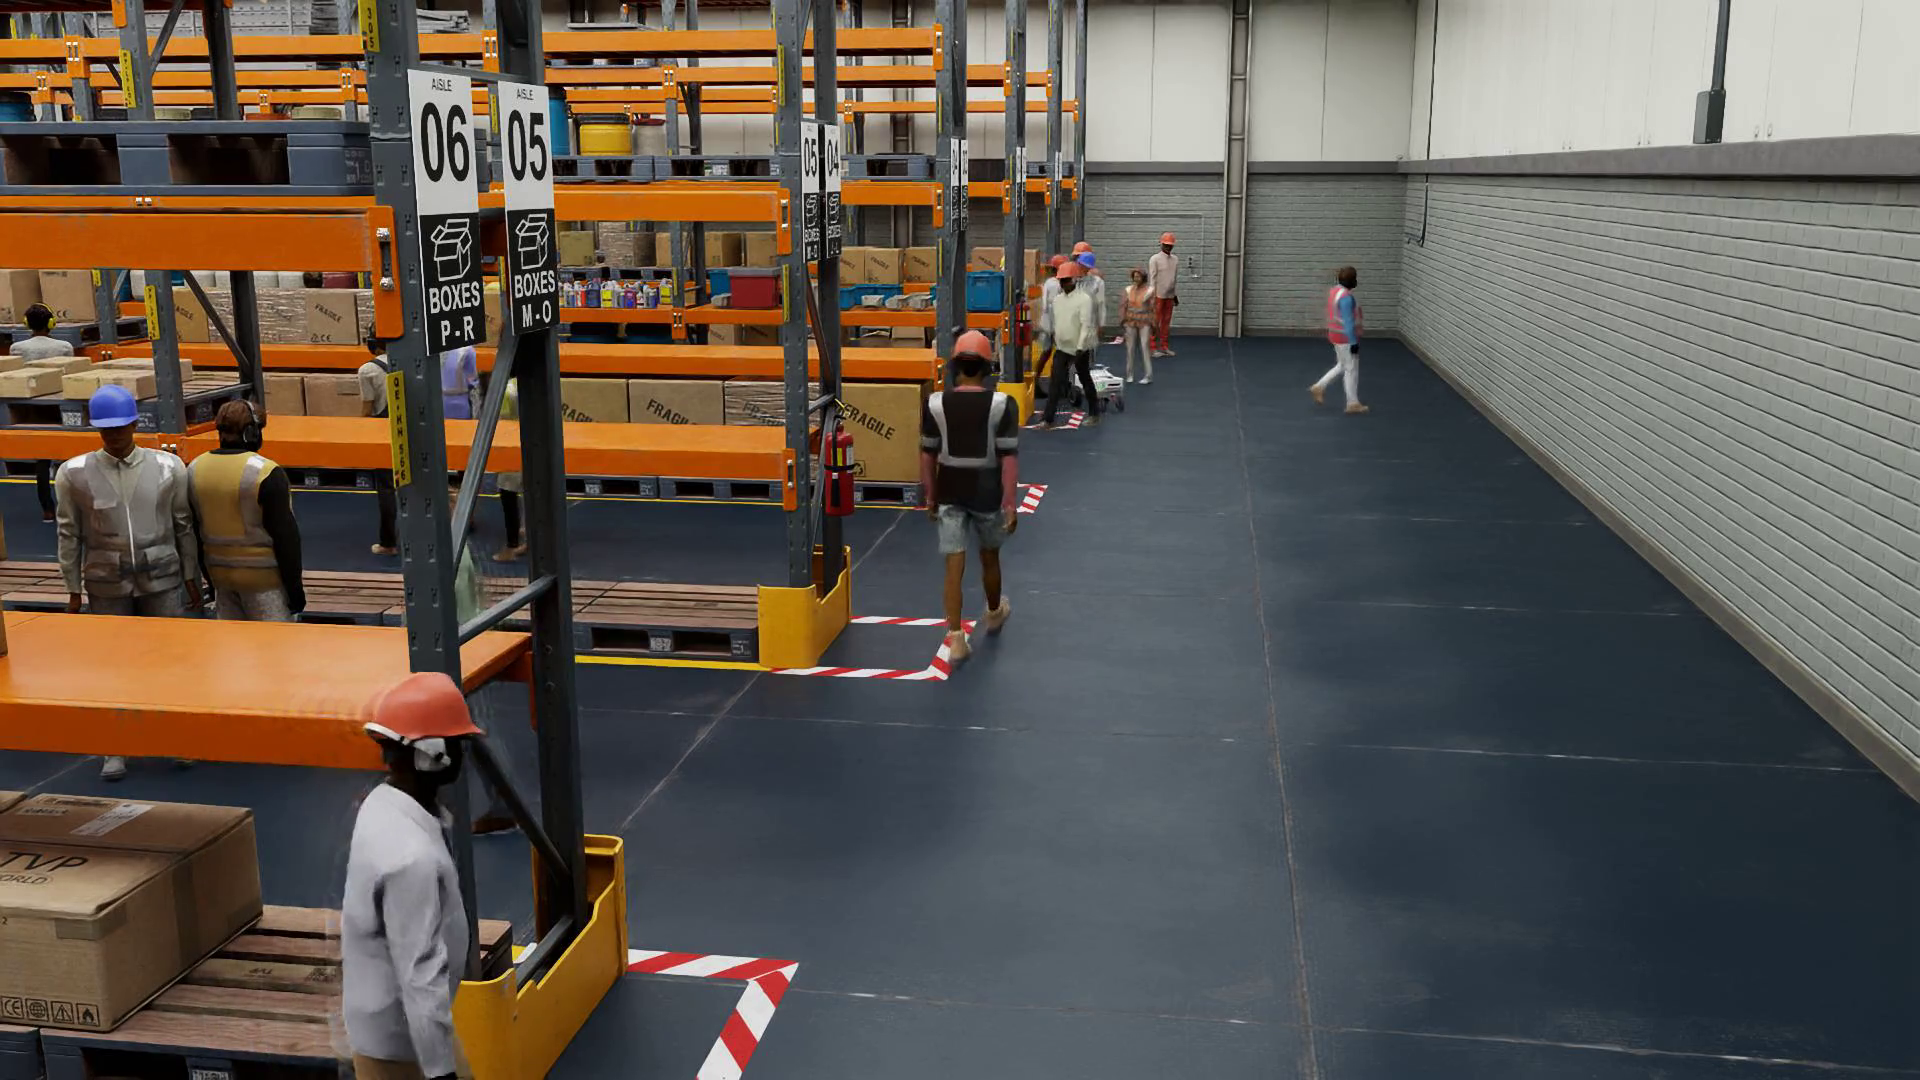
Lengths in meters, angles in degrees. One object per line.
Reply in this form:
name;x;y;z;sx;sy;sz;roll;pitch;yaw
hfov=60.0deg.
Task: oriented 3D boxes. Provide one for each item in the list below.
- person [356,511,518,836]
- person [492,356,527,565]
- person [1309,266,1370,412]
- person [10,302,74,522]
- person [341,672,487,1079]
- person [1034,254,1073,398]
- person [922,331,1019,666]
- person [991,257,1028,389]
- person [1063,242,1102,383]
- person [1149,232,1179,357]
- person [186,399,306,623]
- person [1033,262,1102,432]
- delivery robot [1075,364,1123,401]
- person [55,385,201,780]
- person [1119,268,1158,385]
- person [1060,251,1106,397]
person;-2.383;0.552;7.397;0.828;1.573;0.528;1;13;5
person;-3.356;-0.668;12.685;0.363;1.686;0.548;6;14;25
person;4.768;-2.491;20.631;0.649;1.815;0.644;1;13;2
person;-7.725;-1.080;14.139;0.514;1.872;0.328;-4;13;-17
person;-1.483;1.205;4.203;0.715;1.706;0.657;-5;13;-22
person;1.257;-2.783;21.734;0.743;1.896;0.615;-2;13;-7
person;0.085;-0.294;10.294;0.612;1.991;1.022;2;13;9
person;0.661;-2.985;22.821;0.600;1.830;0.404;-10;16;-38
person;1.702;-3.159;23.236;0.618;1.994;0.380;11;17;41
person;3.299;-3.949;26.811;0.613;1.991;0.392;-10;16;-37
person;-3.562;0.206;8.405;0.622;1.840;0.429;4;13;19
person;1.293;-2.226;19.172;0.602;1.944;1.051;10;16;39
delivery robot;1.747;-1.964;20.908;0.477;0.478;0.707;-7;14;-28
person;-4.058;0.204;8.161;0.615;1.945;0.404;-7;14;-29
person;2.527;-3.016;23.433;0.515;1.623;0.384;9;16;36
person;1.578;-2.841;21.968;0.719;1.927;0.395;5;13;20
